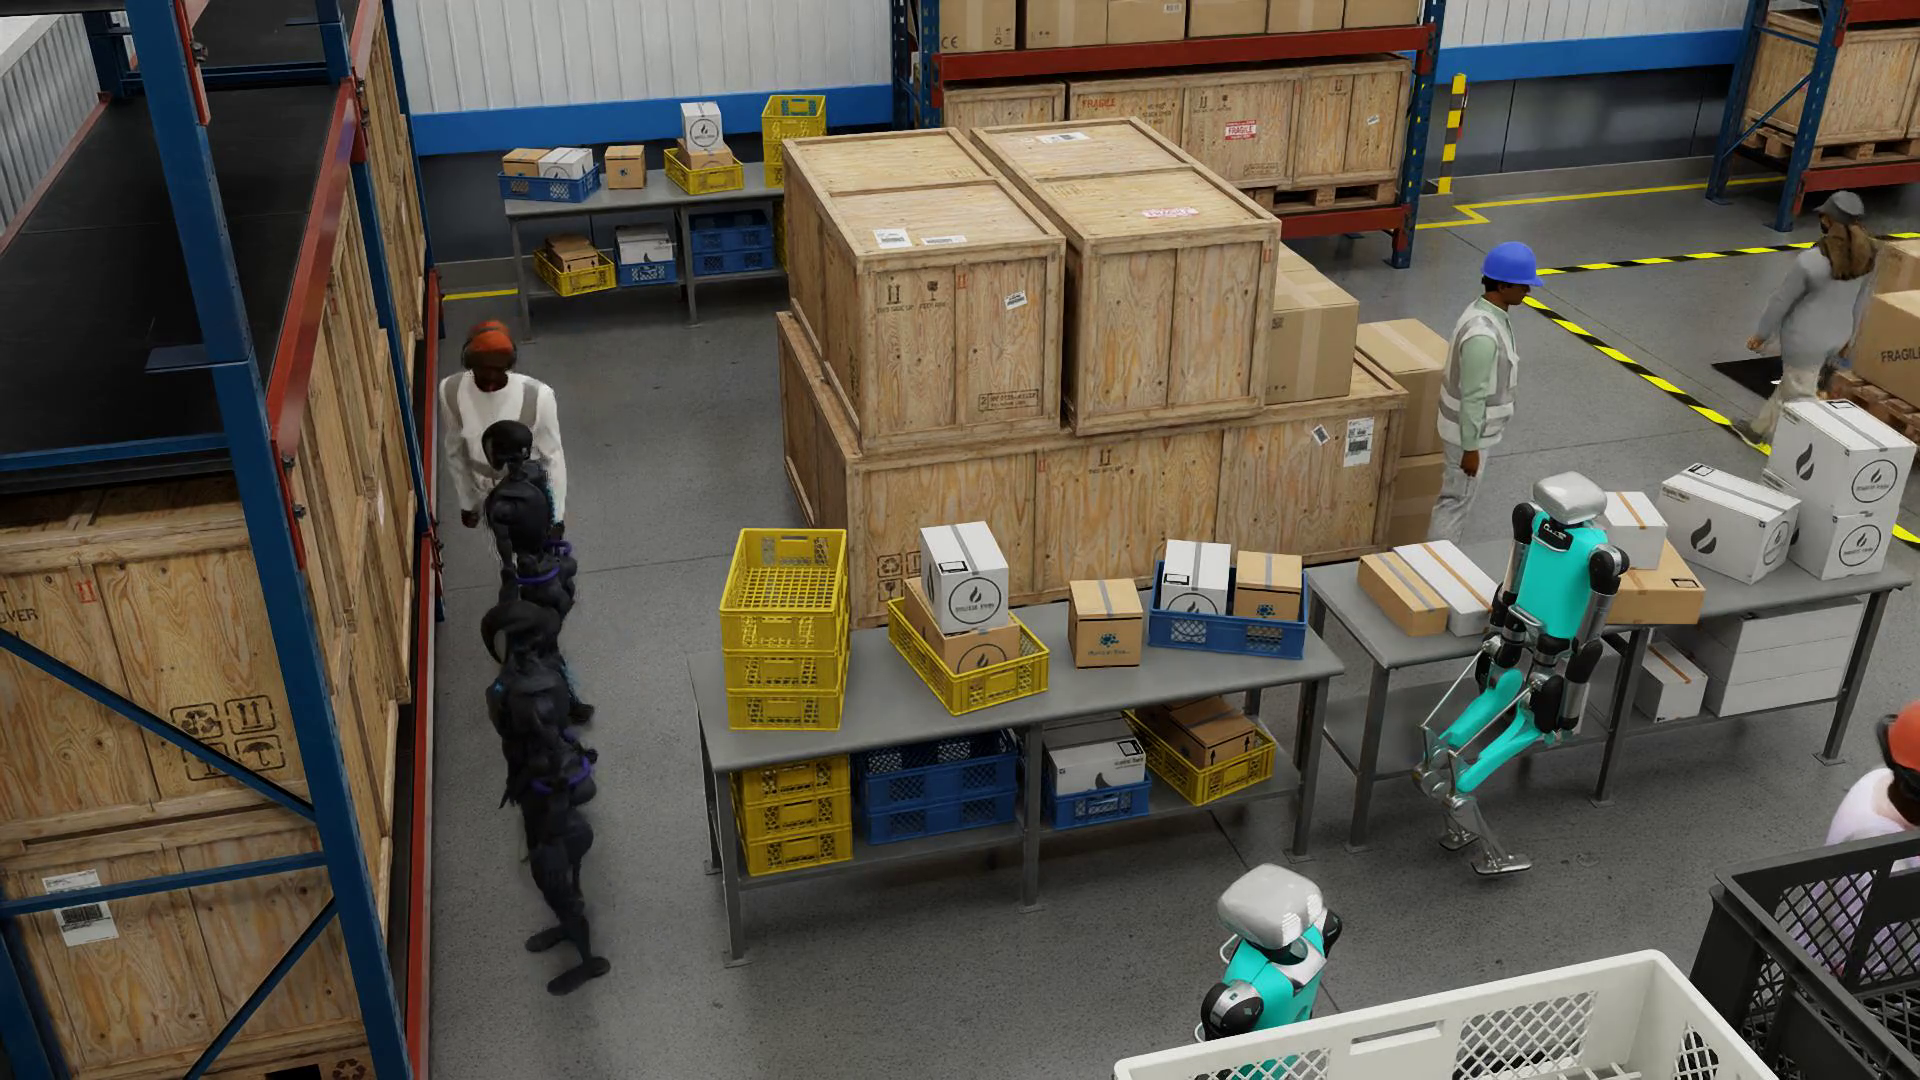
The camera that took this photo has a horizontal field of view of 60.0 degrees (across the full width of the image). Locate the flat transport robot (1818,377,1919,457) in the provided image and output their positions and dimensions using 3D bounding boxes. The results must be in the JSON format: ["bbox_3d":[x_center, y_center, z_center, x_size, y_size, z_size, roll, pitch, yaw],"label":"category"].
[{"bbox_3d":[6.116,-0.686,10.333,0.652,0.197,1.431,-7,30,-13],"label":"flat transport robot"}]

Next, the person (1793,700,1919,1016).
[{"bbox_3d":[2.635,1.317,4.890,0.387,2.040,0.613,15,32,26],"label":"person"}]

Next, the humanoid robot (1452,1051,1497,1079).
[{"bbox_3d":[1.200,1.945,4.141,0.600,1.642,0.408,2,29,4],"label":"humanoid robot"}]

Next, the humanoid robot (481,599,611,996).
[{"bbox_3d":[-1.494,0.928,5.966,0.321,1.657,0.590,-16,33,-27],"label":"humanoid robot"}]

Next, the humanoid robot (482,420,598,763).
[{"bbox_3d":[-1.830,0.228,7.259,0.381,1.648,0.586,2,29,4],"label":"humanoid robot"}]

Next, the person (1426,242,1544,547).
[{"bbox_3d":[2.619,-0.577,8.440,0.407,1.940,0.602,11,31,19],"label":"person"}]

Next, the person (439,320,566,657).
[{"bbox_3d":[-2.107,-0.160,7.780,0.580,1.851,0.621,8,30,15],"label":"person"}]

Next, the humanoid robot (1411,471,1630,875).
[{"bbox_3d":[2.058,0.568,6.424,0.735,1.677,0.533,-12,31,-21],"label":"humanoid robot"}]

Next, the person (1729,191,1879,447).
[{"bbox_3d":[4.926,-1.216,9.802,0.580,1.731,0.868,-13,31,-22],"label":"person"}]

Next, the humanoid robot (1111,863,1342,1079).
[{"bbox_3d":[0.609,1.534,4.671,0.735,1.676,0.533,22,36,34],"label":"humanoid robot"}]
